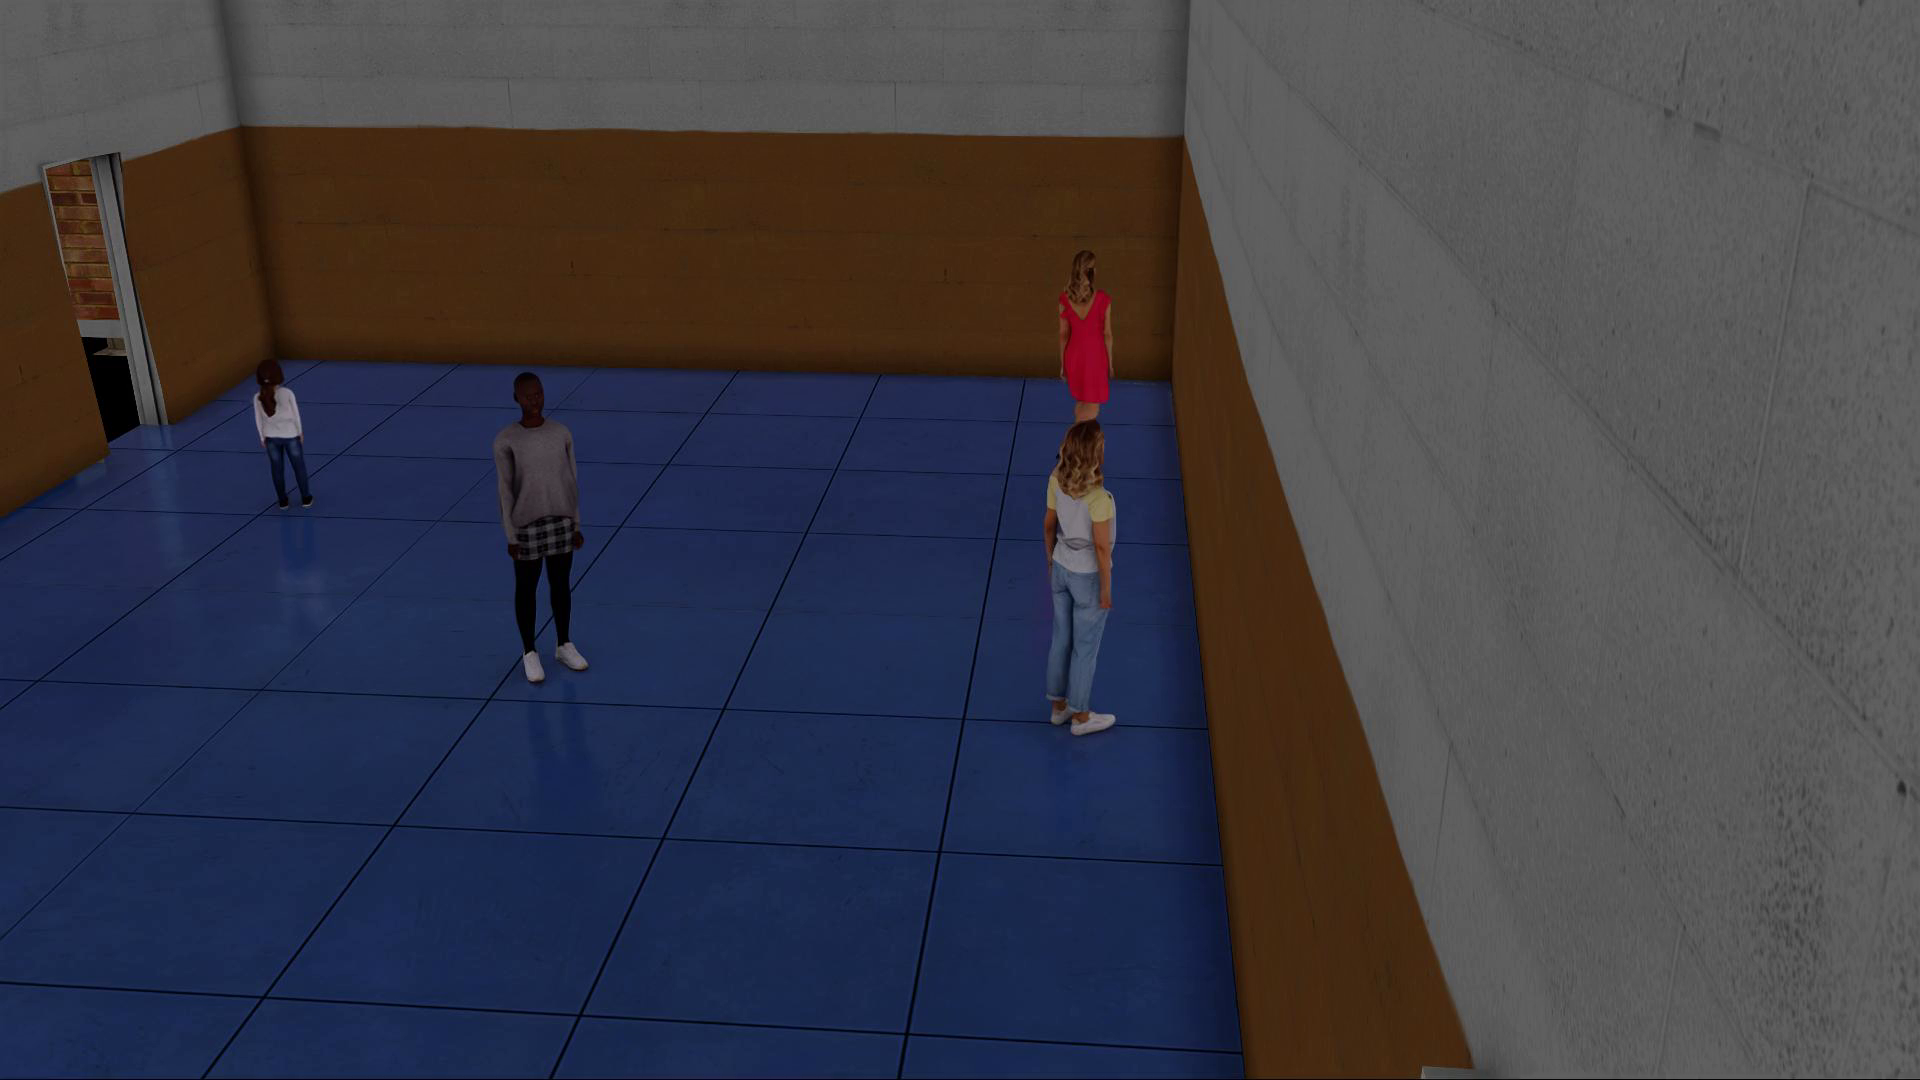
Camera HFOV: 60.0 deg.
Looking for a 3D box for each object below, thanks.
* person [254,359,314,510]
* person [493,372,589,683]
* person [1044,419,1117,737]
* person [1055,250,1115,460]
[{"bbox_3d":[-4.886,-0.766,11.957,0.506,1.112,0.578,-7,23,-16],"label":"person"},{"bbox_3d":[-2.370,-0.089,9.386,0.673,1.771,0.756,-14,26,-31],"label":"person"},{"bbox_3d":[0.624,0.195,8.726,0.753,1.722,0.701,-16,27,-35],"label":"person"},{"bbox_3d":[0.921,-1.296,12.482,1.011,1.704,0.908,12,25,27],"label":"person"}]
